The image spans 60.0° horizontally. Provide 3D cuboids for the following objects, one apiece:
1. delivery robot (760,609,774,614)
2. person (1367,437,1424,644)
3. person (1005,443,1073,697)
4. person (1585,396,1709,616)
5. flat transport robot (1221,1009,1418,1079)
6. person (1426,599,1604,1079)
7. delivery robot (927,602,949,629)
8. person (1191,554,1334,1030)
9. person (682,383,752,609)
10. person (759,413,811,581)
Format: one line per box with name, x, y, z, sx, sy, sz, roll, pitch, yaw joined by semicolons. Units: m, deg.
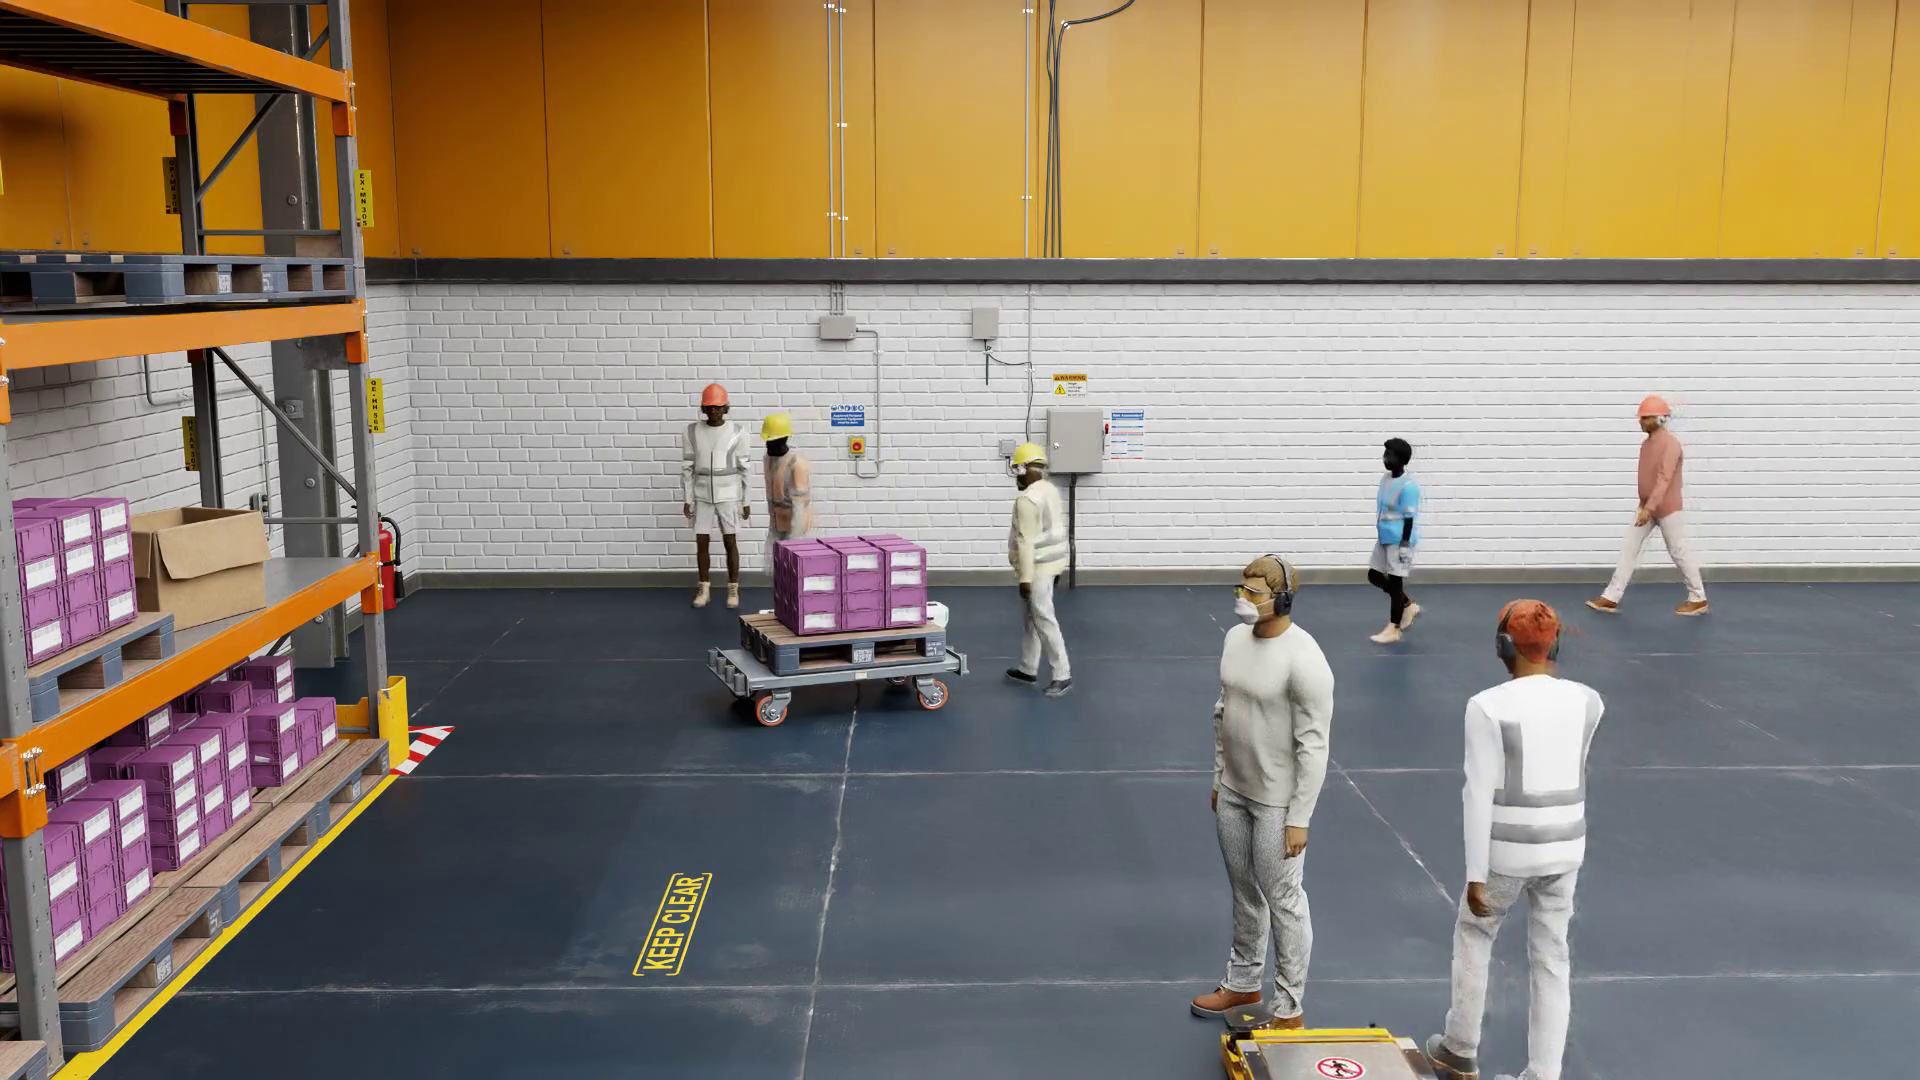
delivery robot;-1.172;0.643;12.741;0.707;0.478;0.477;-2;9;-13
person;3.549;0.005;13.455;0.427;1.684;0.550;-2;9;-10
person;0.567;0.208;11.949;0.564;1.797;0.631;4;10;21
person;6.100;-0.286;14.533;1.059;1.941;0.609;-1;9;-9
flat transport robot;1.344;1.988;5.650;0.652;0.197;1.431;0;9;-2
person;2.025;1.128;6.089;0.574;1.849;0.752;-2;9;-13
delivery robot;-0.455;0.619;12.886;0.707;0.478;0.477;-3;10;-19
person;1.191;1.011;6.541;0.372;1.940;0.630;-4;10;-26
person;-2.165;-0.386;14.822;0.619;2.031;0.432;1;9;5
person;-1.408;-0.125;13.677;0.648;1.878;0.618;-9;13;-44
